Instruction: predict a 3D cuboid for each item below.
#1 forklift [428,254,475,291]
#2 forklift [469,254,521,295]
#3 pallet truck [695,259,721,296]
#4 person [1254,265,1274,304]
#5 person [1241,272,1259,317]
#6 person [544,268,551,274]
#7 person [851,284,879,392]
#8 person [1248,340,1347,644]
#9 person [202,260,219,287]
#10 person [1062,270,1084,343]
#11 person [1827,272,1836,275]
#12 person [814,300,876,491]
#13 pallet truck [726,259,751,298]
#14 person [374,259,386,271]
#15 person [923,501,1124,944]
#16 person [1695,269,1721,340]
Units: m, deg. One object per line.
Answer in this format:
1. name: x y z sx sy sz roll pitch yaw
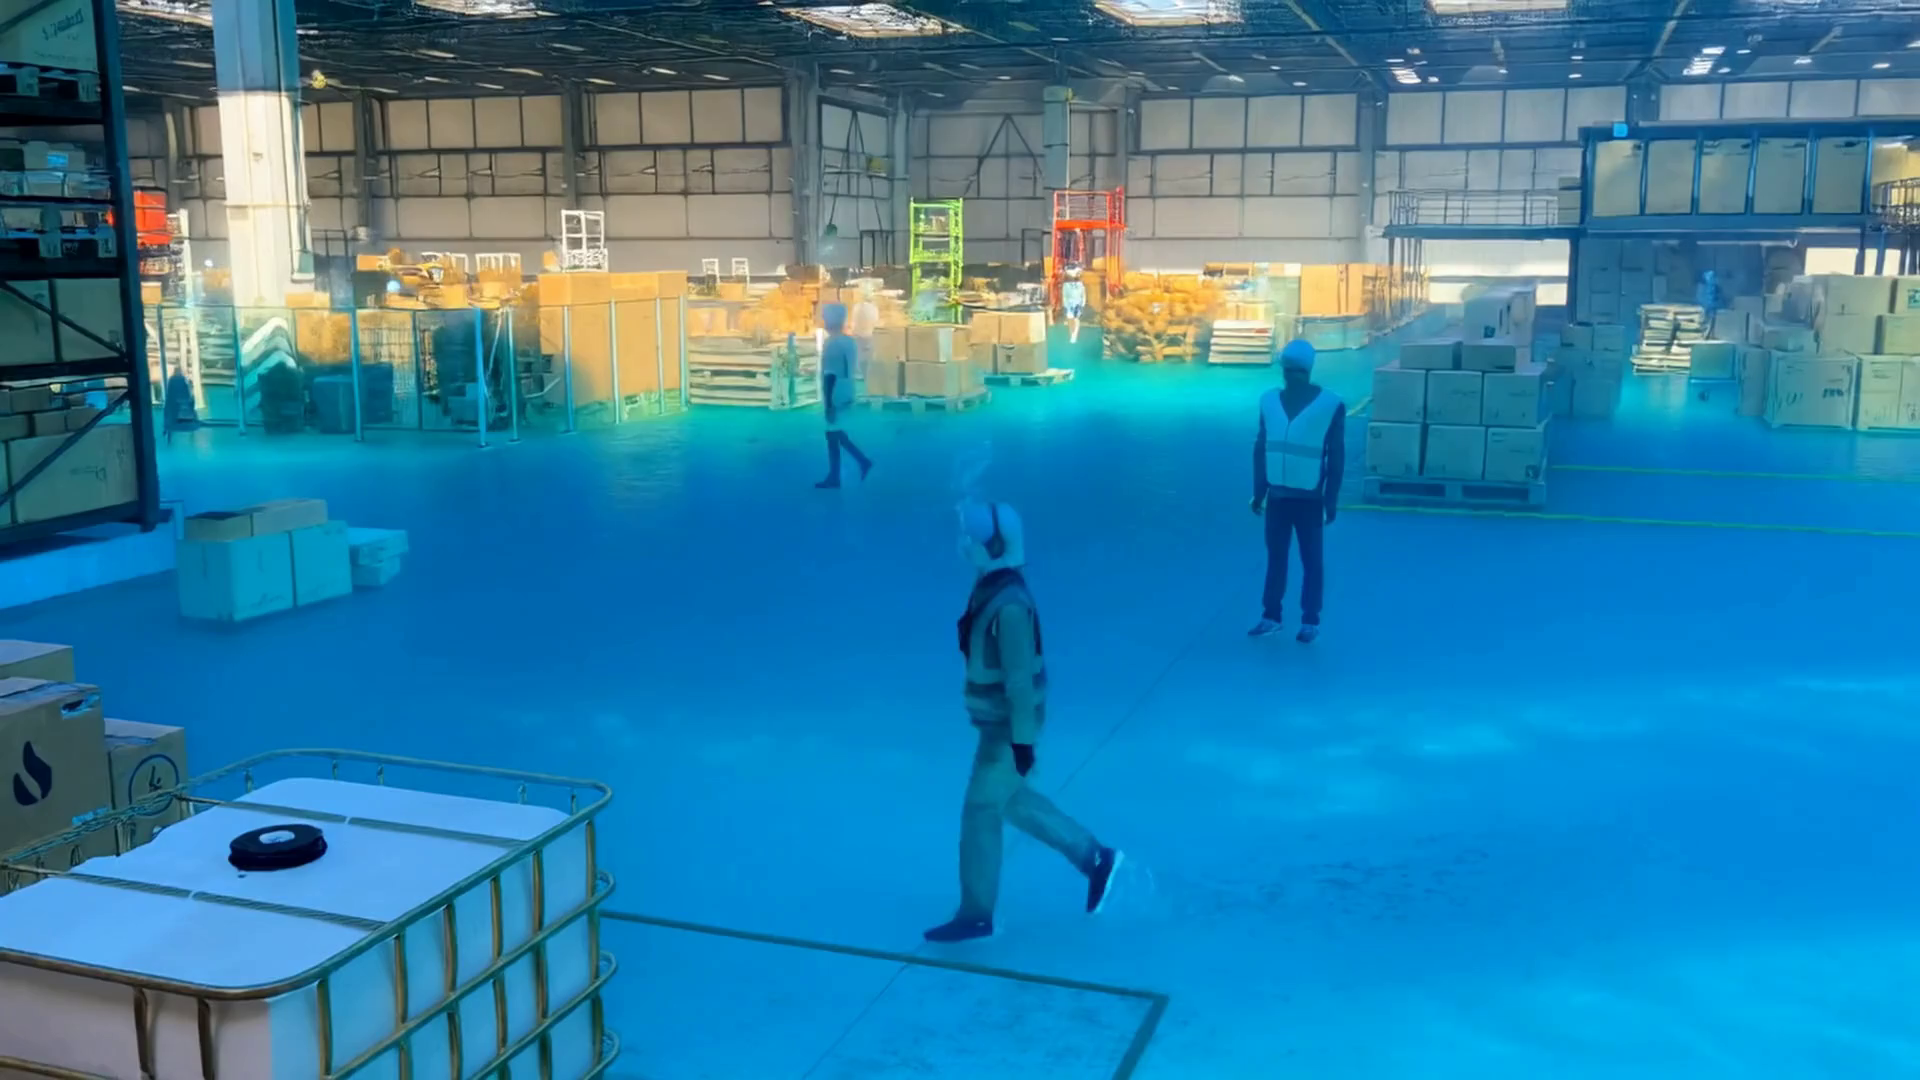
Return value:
1. forklift: -20.133 -10.254 65.465 1.157 1.987 2.680 3 11 19
2. forklift: -17.990 -10.121 64.684 1.157 1.987 2.680 3 11 17
3. pallet truck: -9.165 -9.627 62.776 0.823 1.965 1.885 4 11 23
4. person: 8.823 -7.068 48.591 1.011 1.919 0.588 -7 12 -34
5. person: 8.297 -6.790 47.582 0.503 1.726 0.569 4 11 23
6. person: -14.454 -8.818 58.909 0.531 1.748 0.547 -3 11 -17
7. person: -1.497 -3.318 27.633 0.981 1.851 0.673 5 11 27
8. person: 2.132 -0.307 10.526 0.587 1.913 0.390 7 12 36
9. person: -29.475 -10.064 65.465 0.635 1.927 1.072 -7 12 -36
10. person: 2.894 -6.003 42.732 0.552 1.879 1.011 2 10 10
11. person: 21.464 -5.701 41.128 0.972 1.829 0.603 1 10 3
12. person: -1.206 -1.453 16.855 0.530 1.955 0.627 4 11 19
13. pallet truck: -7.986 -9.493 62.019 0.823 1.965 1.885 3 11 17
14. person: -19.681 -8.571 56.809 0.914 2.014 0.612 2 10 12
15. person: 0.235 0.649 5.958 0.681 1.615 0.515 -1 10 -4
16. person: 17.915 -5.534 39.901 0.551 1.933 0.376 7 13 36
